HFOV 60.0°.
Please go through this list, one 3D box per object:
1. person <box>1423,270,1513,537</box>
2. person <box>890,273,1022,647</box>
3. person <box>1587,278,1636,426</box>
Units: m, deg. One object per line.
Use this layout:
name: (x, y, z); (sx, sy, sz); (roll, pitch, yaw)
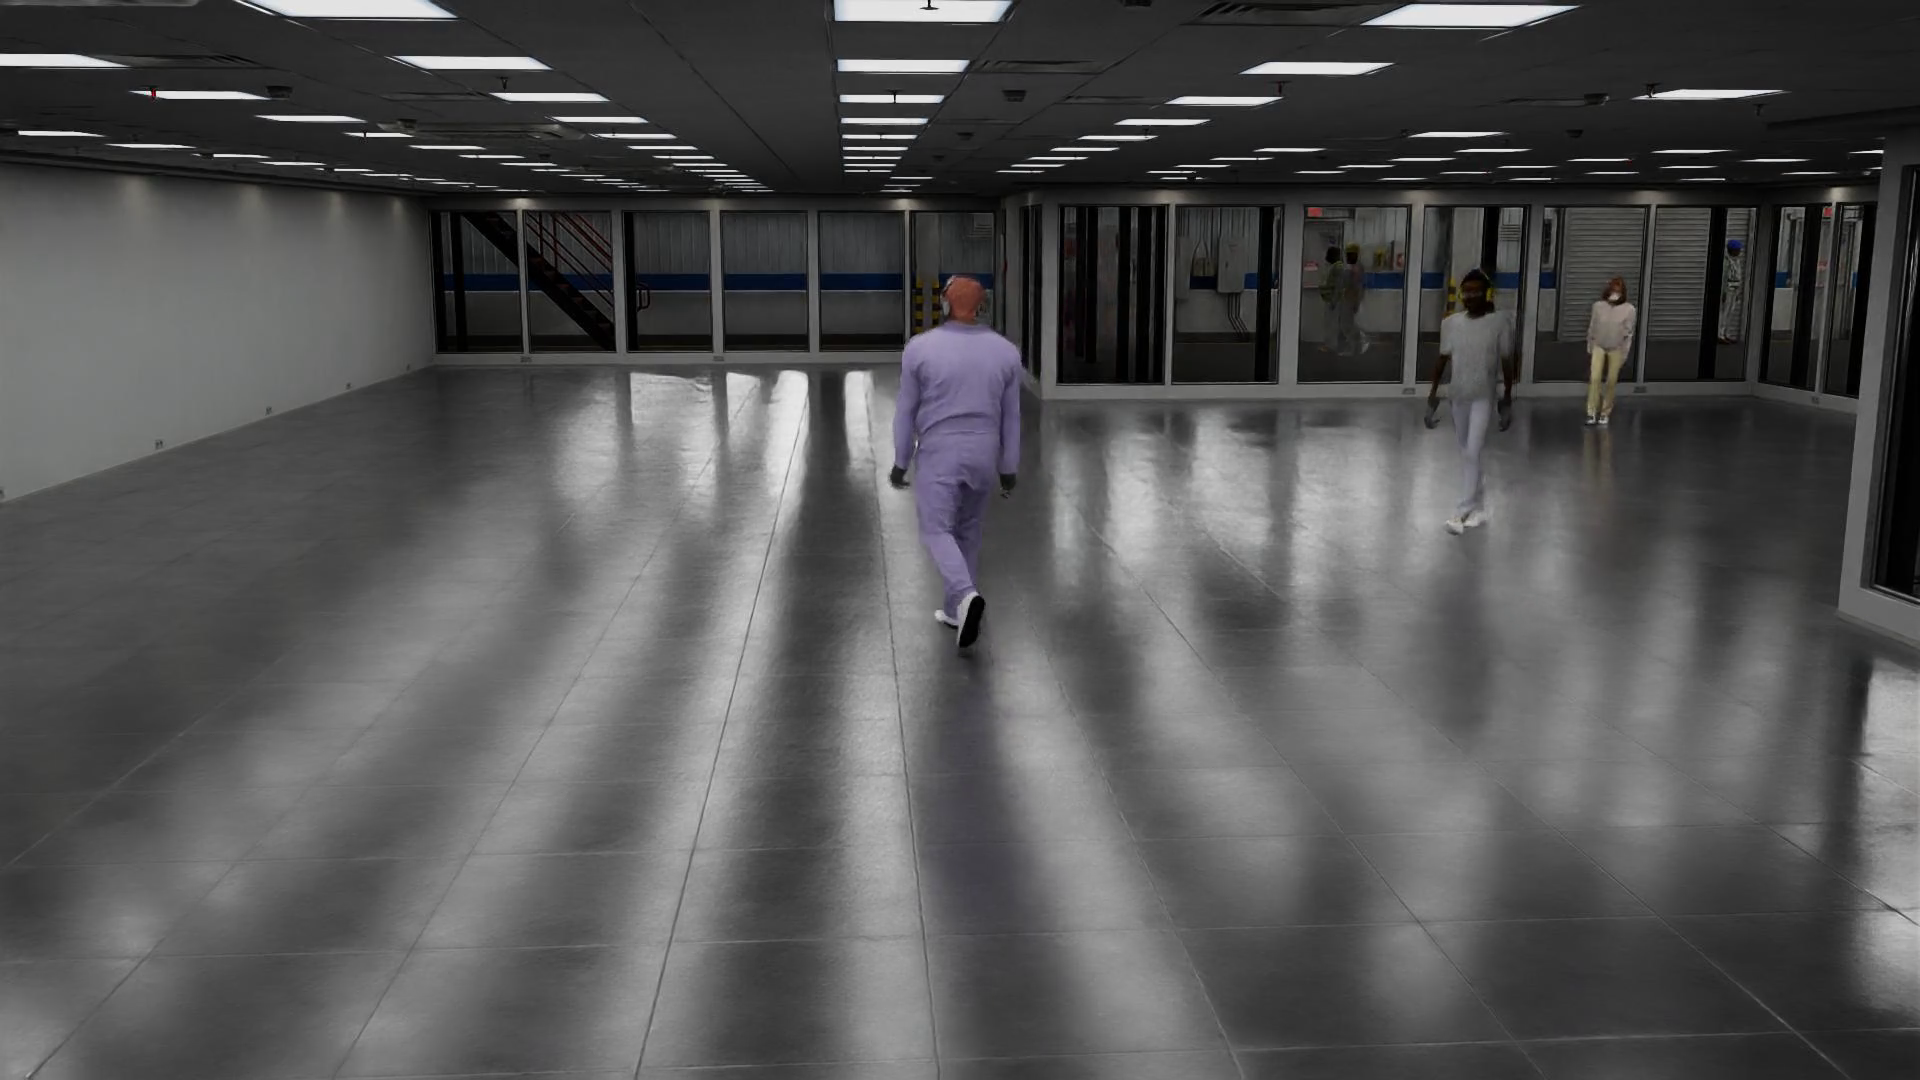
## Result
person: (3.491, -0.938, 11.485); (0.528, 1.813, 0.992); (8, 13, 36)
person: (0.010, -0.411, 8.477); (0.656, 1.883, 0.799); (-4, 11, -23)
person: (6.957, -2.005, 17.842); (0.502, 1.578, 0.786); (6, 12, 30)
